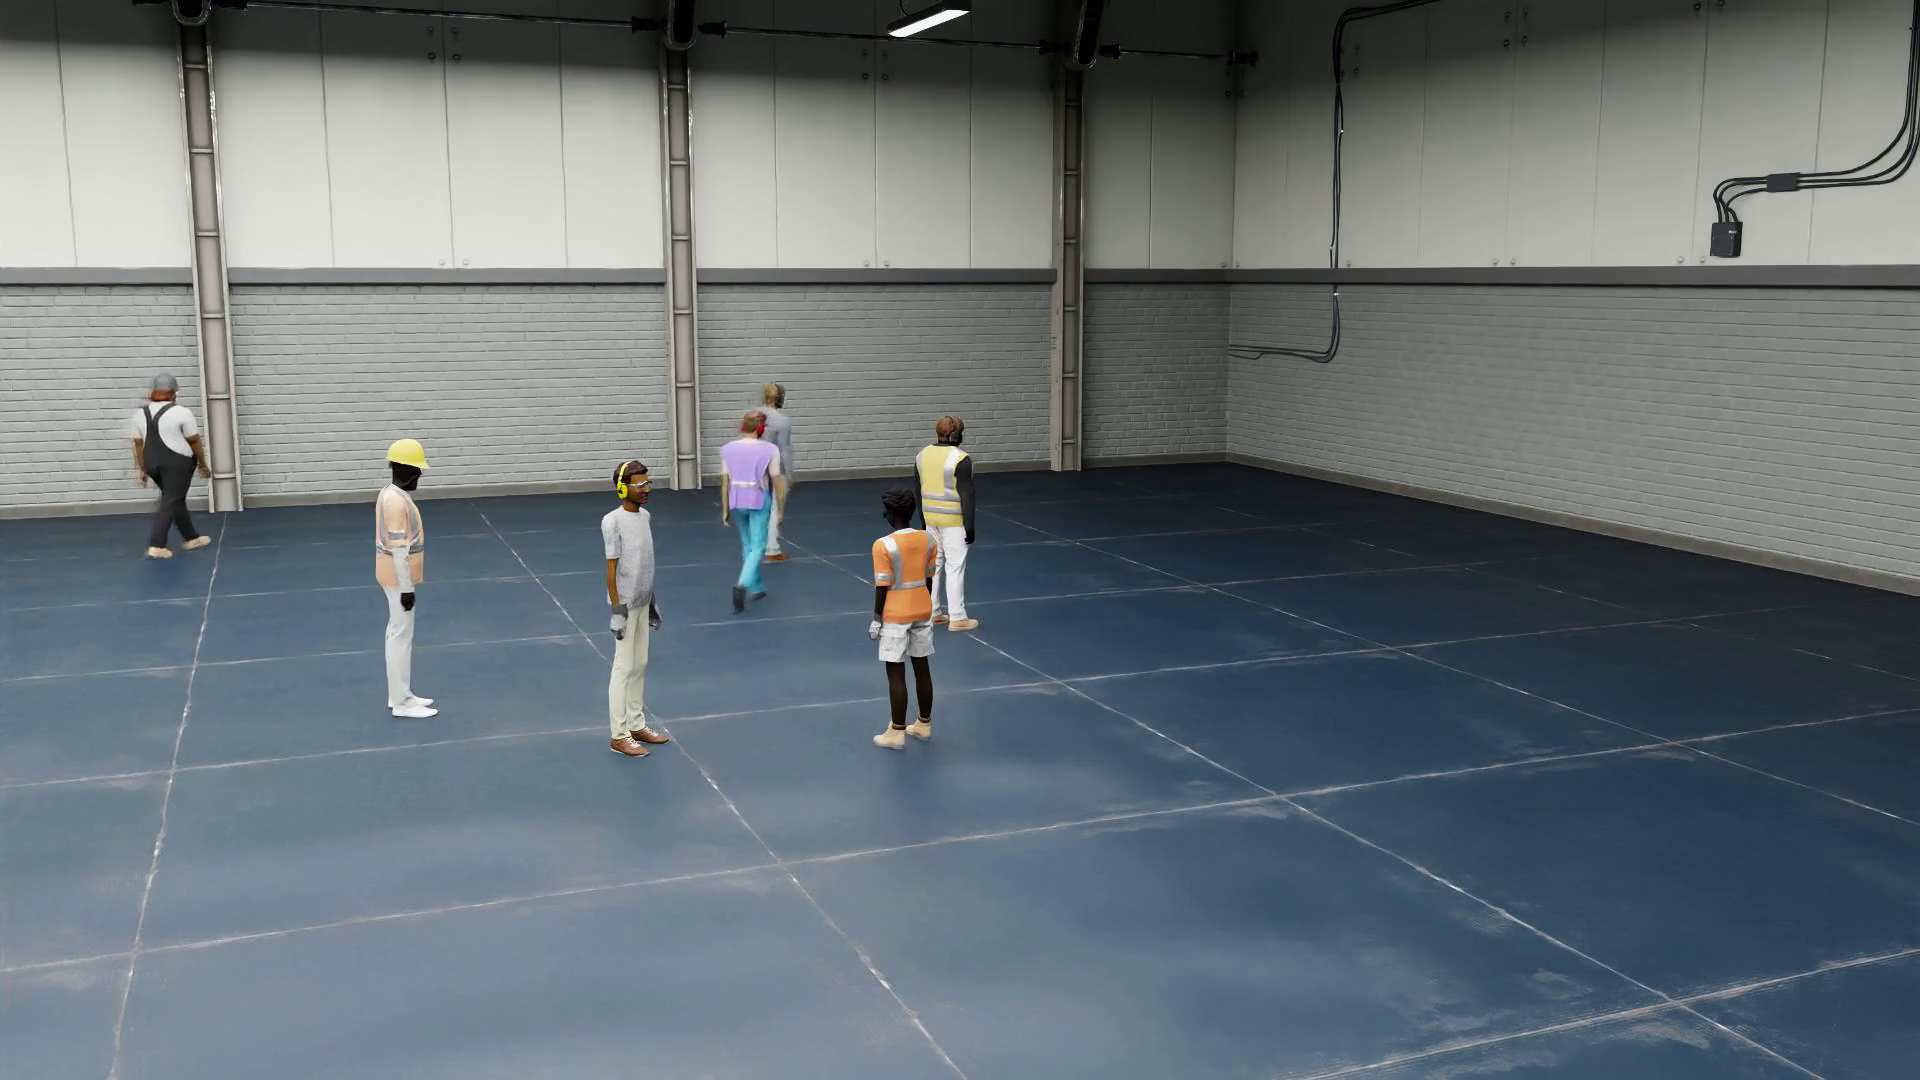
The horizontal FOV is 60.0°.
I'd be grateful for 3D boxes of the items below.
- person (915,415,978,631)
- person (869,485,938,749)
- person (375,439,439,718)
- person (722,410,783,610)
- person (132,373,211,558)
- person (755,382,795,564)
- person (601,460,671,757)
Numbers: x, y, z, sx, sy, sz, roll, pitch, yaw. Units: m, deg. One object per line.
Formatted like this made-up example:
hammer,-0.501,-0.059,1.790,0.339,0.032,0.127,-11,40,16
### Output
person,-0.096,-0.149,14.273,0.630,1.842,0.429,9,13,44
person,-0.367,0.495,10.697,0.319,1.693,0.533,9,12,43
person,-3.823,0.260,11.471,0.392,1.917,0.589,-3,10,-19
person,-1.925,-0.285,15.251,0.581,1.812,0.835,3,10,18
person,-8.566,-0.849,18.049,0.683,2.000,1.043,3,10,19
person,-1.977,-0.700,17.481,0.466,1.920,0.649,-9,13,-44
person,-2.067,0.423,10.592,0.329,1.873,0.515,3,9,17
